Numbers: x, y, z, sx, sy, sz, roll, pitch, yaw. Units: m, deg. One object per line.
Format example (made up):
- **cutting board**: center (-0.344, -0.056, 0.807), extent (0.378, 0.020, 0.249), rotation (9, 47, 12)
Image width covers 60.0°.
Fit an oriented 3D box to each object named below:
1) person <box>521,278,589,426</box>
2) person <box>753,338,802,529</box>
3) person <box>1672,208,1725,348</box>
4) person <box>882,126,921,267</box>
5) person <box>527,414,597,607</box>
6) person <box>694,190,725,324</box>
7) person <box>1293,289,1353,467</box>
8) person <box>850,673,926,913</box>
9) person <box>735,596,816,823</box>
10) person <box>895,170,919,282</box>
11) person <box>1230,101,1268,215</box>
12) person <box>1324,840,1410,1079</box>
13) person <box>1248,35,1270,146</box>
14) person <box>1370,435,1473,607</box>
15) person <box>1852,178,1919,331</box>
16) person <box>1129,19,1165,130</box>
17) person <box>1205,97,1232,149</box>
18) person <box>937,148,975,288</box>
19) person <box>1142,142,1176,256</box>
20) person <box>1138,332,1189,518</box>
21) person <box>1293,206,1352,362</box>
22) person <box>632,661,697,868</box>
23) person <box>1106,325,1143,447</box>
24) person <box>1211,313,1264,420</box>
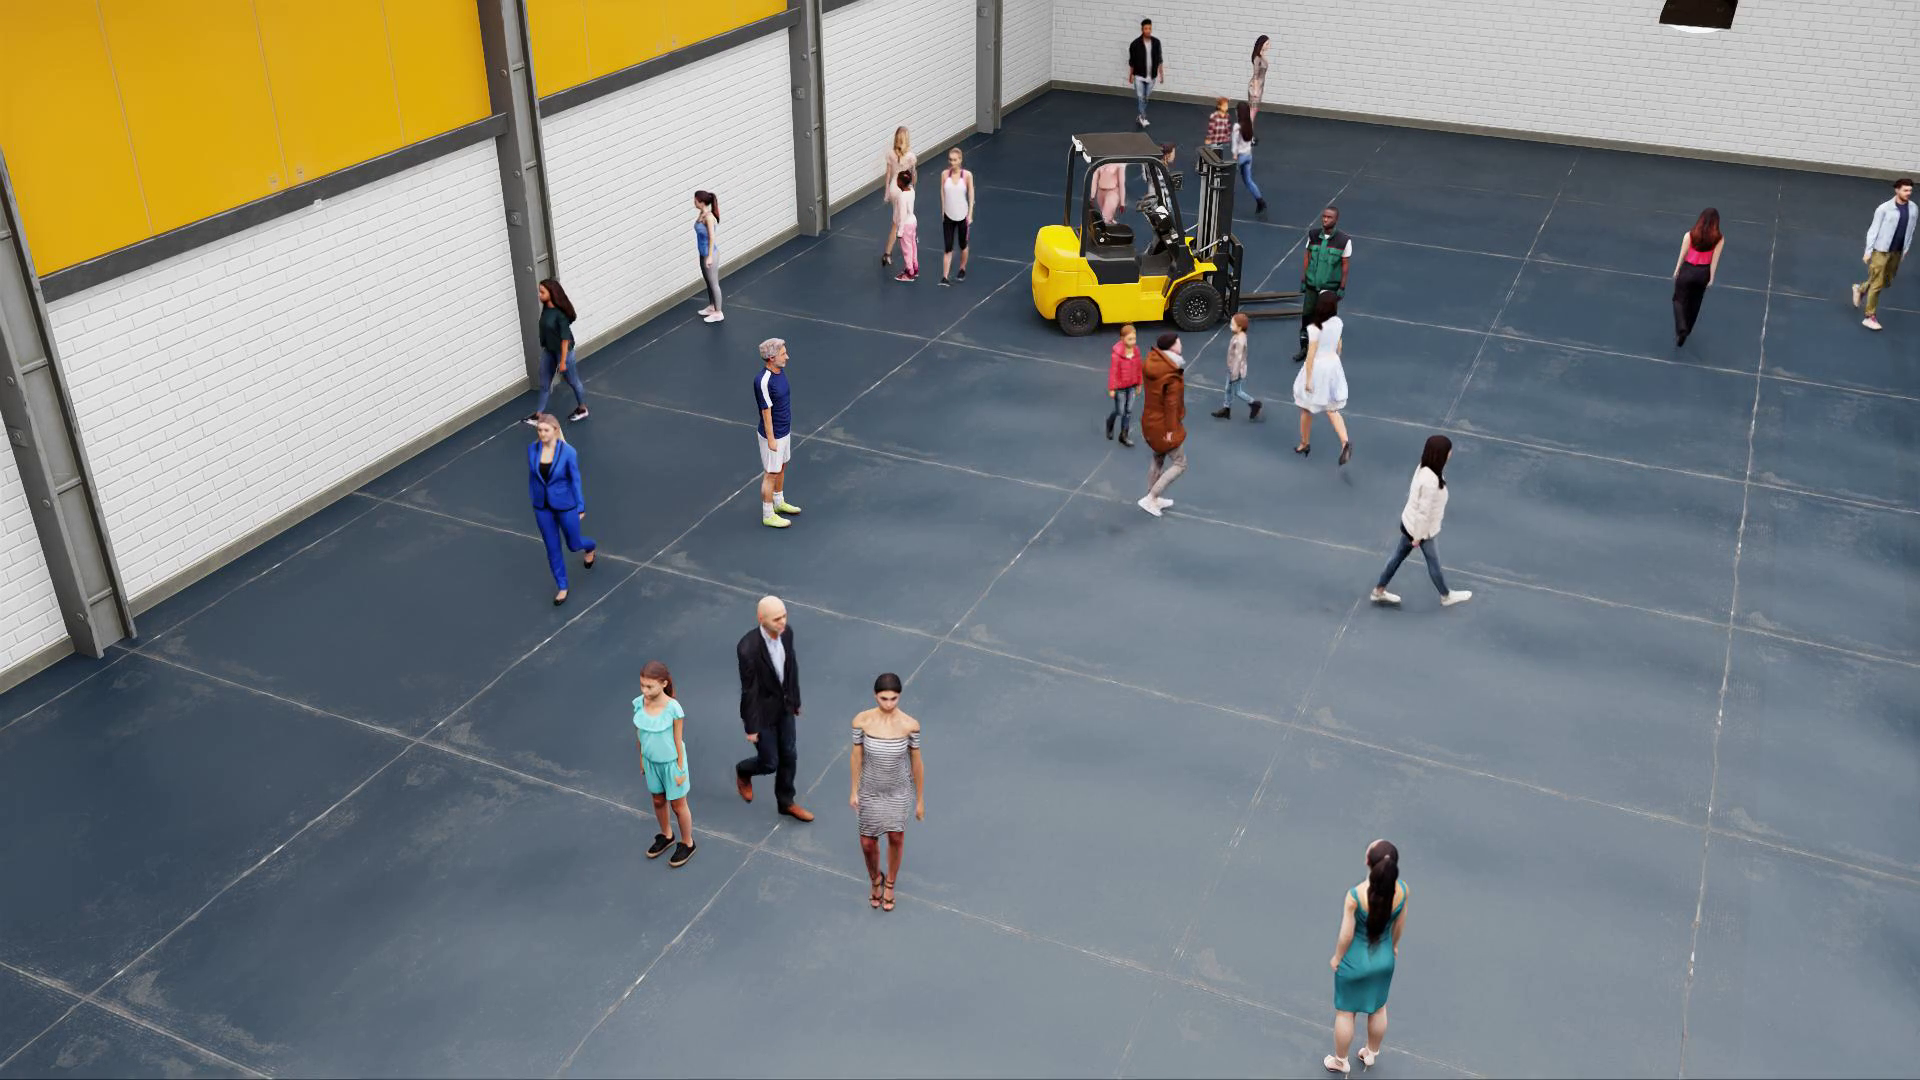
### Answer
- **person**: center (-4.112, -1.968, 17.378), extent (0.802, 1.589, 1.063), rotation (24, 37, 37)
- **person**: center (-1.719, -1.014, 15.369), extent (0.726, 1.838, 0.551), rotation (7, 29, 12)
- **person**: center (8.495, -3.002, 19.221), extent (0.742, 1.638, 1.023), rotation (5, 29, 10)
- **person**: center (-0.822, -4.425, 21.694), extent (0.604, 1.769, 1.194), rotation (14, 32, 24)
- **person**: center (-3.412, -0.307, 14.233), extent (0.769, 1.684, 0.989), rotation (5, 29, 10)
- **person**: center (-3.031, -3.439, 20.053), extent (0.715, 1.609, 0.654), rotation (-9, 30, -17)
- **person**: center (3.622, -1.534, 16.375), extent (1.100, 1.787, 1.118), rotation (-13, 31, -22)
- **person**: center (-0.470, 1.579, 10.637), extent (0.714, 1.816, 0.701), rotation (0, 29, 0)
- **person**: center (-1.363, 1.147, 11.461), extent (0.883, 1.786, 0.905), rotation (23, 36, 35)
- **person**: center (-0.677, -4.059, 21.358), extent (0.619, 1.447, 0.444), rotation (10, 30, 17)
- **person**: center (4.076, -5.386, 23.631), extent (0.888, 1.600, 1.049), rotation (25, 37, 38)
- **person**: center (2.285, 2.356, 9.348), extent (0.617, 1.686, 0.658), rotation (-6, 29, -12)
- **person**: center (4.809, -7.320, 27.028), extent (0.687, 1.743, 0.517), rotation (7, 29, 12)
- **person**: center (3.792, -0.129, 14.003), extent (0.982, 1.591, 1.098), rotation (0, 29, 0)
- **person**: center (11.041, -3.469, 19.914), extent (1.020, 1.794, 1.162), rotation (-3, 29, -6)
- **person**: center (3.088, -7.852, 27.973), extent (1.122, 1.772, 1.234), rotation (-7, 29, -12)
- **person**: center (3.877, -6.102, 25.267), extent (0.687, 1.291, 0.747), rotation (-10, 30, -18)
- **person**: center (0.000, -4.126, 21.165), extent (0.719, 1.751, 1.096), rotation (8, 30, 14)
- **person**: center (2.449, -4.096, 21.018), extent (0.921, 1.839, 0.857), rotation (-3, 29, -6)
- **person**: center (1.820, -1.047, 15.444), extent (0.932, 1.823, 0.879), rotation (-14, 32, -24)
- **person**: center (4.101, -2.885, 18.797), extent (0.705, 1.839, 0.633), rotation (16, 33, 27)
- **person**: center (-1.966, 1.472, 11.104), extent (0.533, 1.558, 0.516), rotation (12, 31, 21)
- **person**: center (1.650, -1.600, 16.995), extent (0.659, 1.309, 0.716), rotation (-14, 31, -23)
- **person**: center (2.956, -1.803, 17.499), extent (0.723, 1.183, 0.766), rotation (1, 29, 2)
